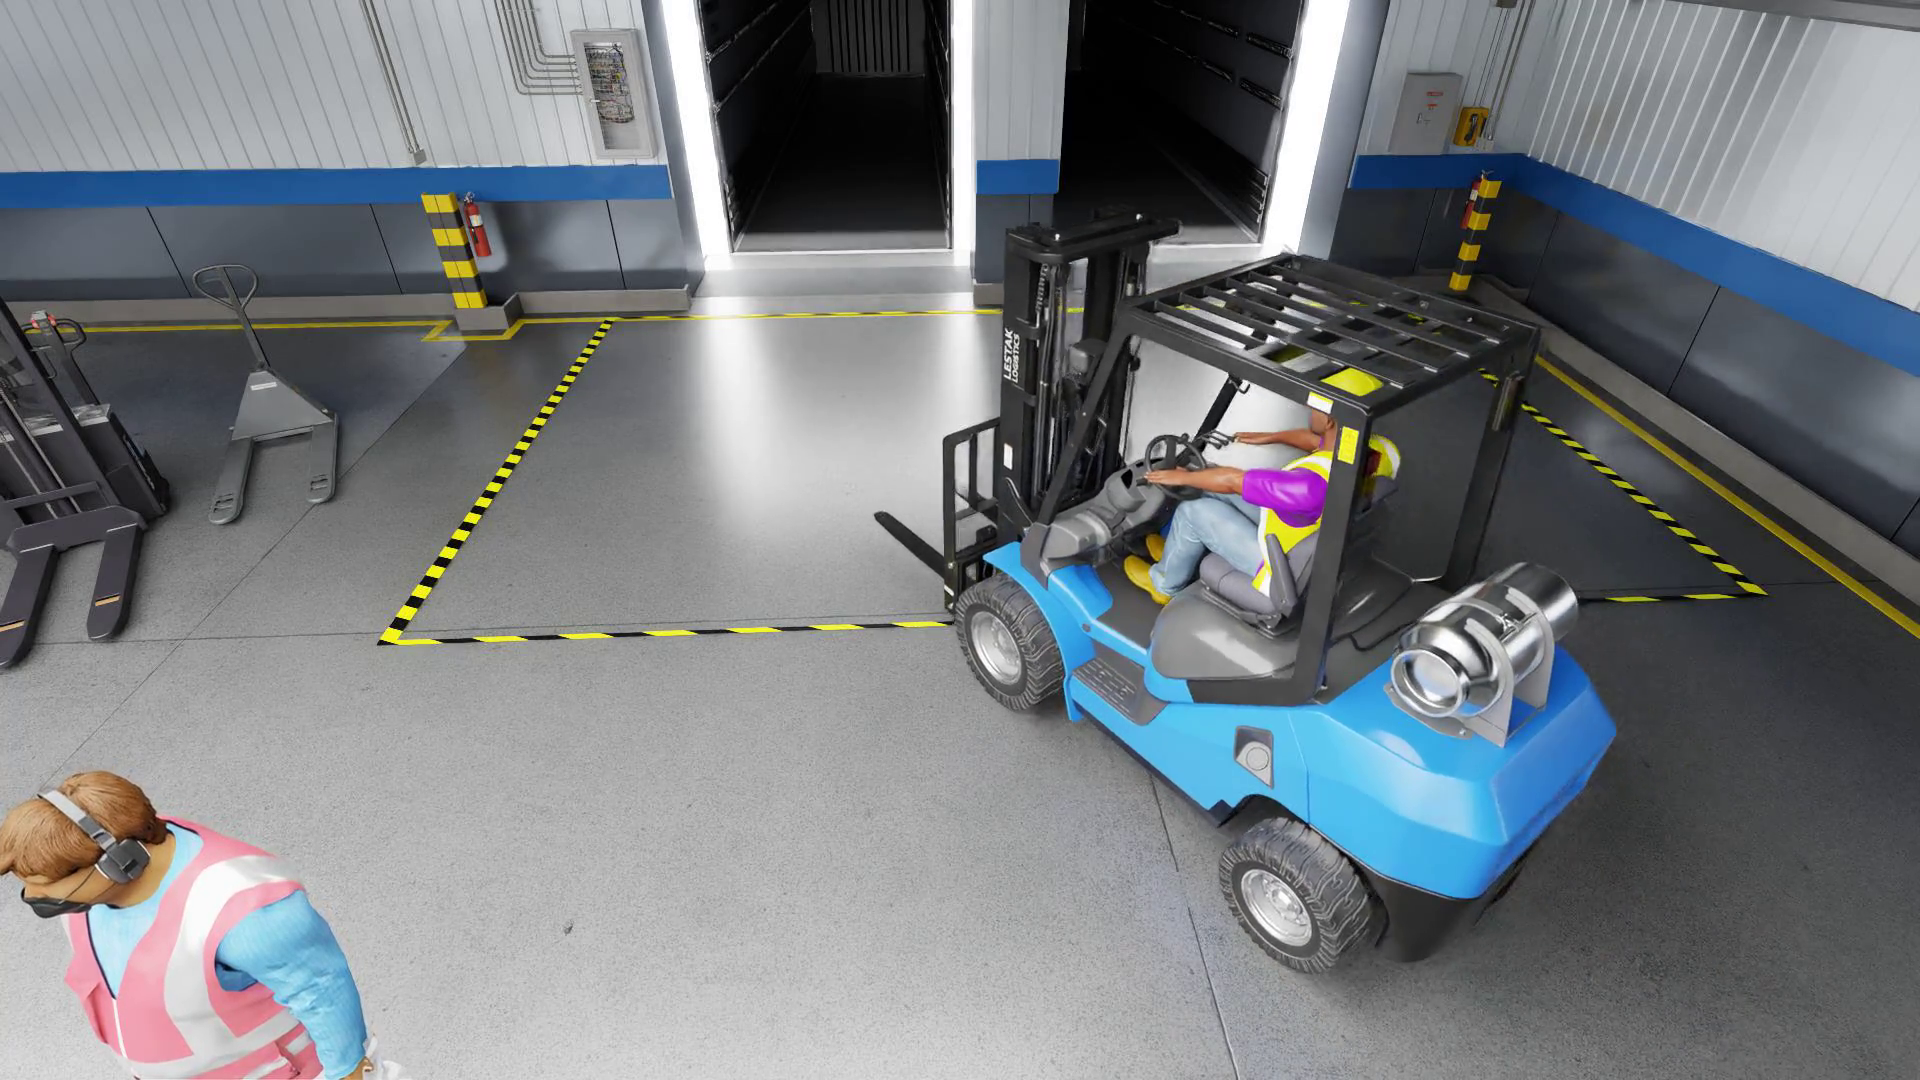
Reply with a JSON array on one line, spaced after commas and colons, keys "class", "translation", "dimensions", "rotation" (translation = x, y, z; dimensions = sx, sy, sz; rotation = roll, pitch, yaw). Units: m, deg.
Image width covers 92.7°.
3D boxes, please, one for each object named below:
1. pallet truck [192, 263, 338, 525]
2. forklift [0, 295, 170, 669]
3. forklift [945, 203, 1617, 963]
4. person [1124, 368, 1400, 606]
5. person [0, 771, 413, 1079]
[{"class": "pallet truck", "translation": [-4.778, -1.027, 6.128], "dimensions": [0.680, 1.201, 1.601], "rotation": [-17, 38, -23]}, {"class": "forklift", "translation": [-5.212, -0.618, 4.878], "dimensions": [0.823, 1.965, 1.885], "rotation": [-20, 39, -26]}, {"class": "forklift", "translation": [1.161, -0.020, 3.708], "dimensions": [1.157, 2.036, 2.680], "rotation": [-23, 41, -30]}, {"class": "person", "translation": [1.131, -0.203, 3.644], "dimensions": [0.635, 1.294, 1.004], "rotation": [-23, 41, -30]}, {"class": "person", "translation": [-1.781, 1.249, 2.331], "dimensions": [0.632, 1.841, 0.429], "rotation": [11, 36, 15]}]
